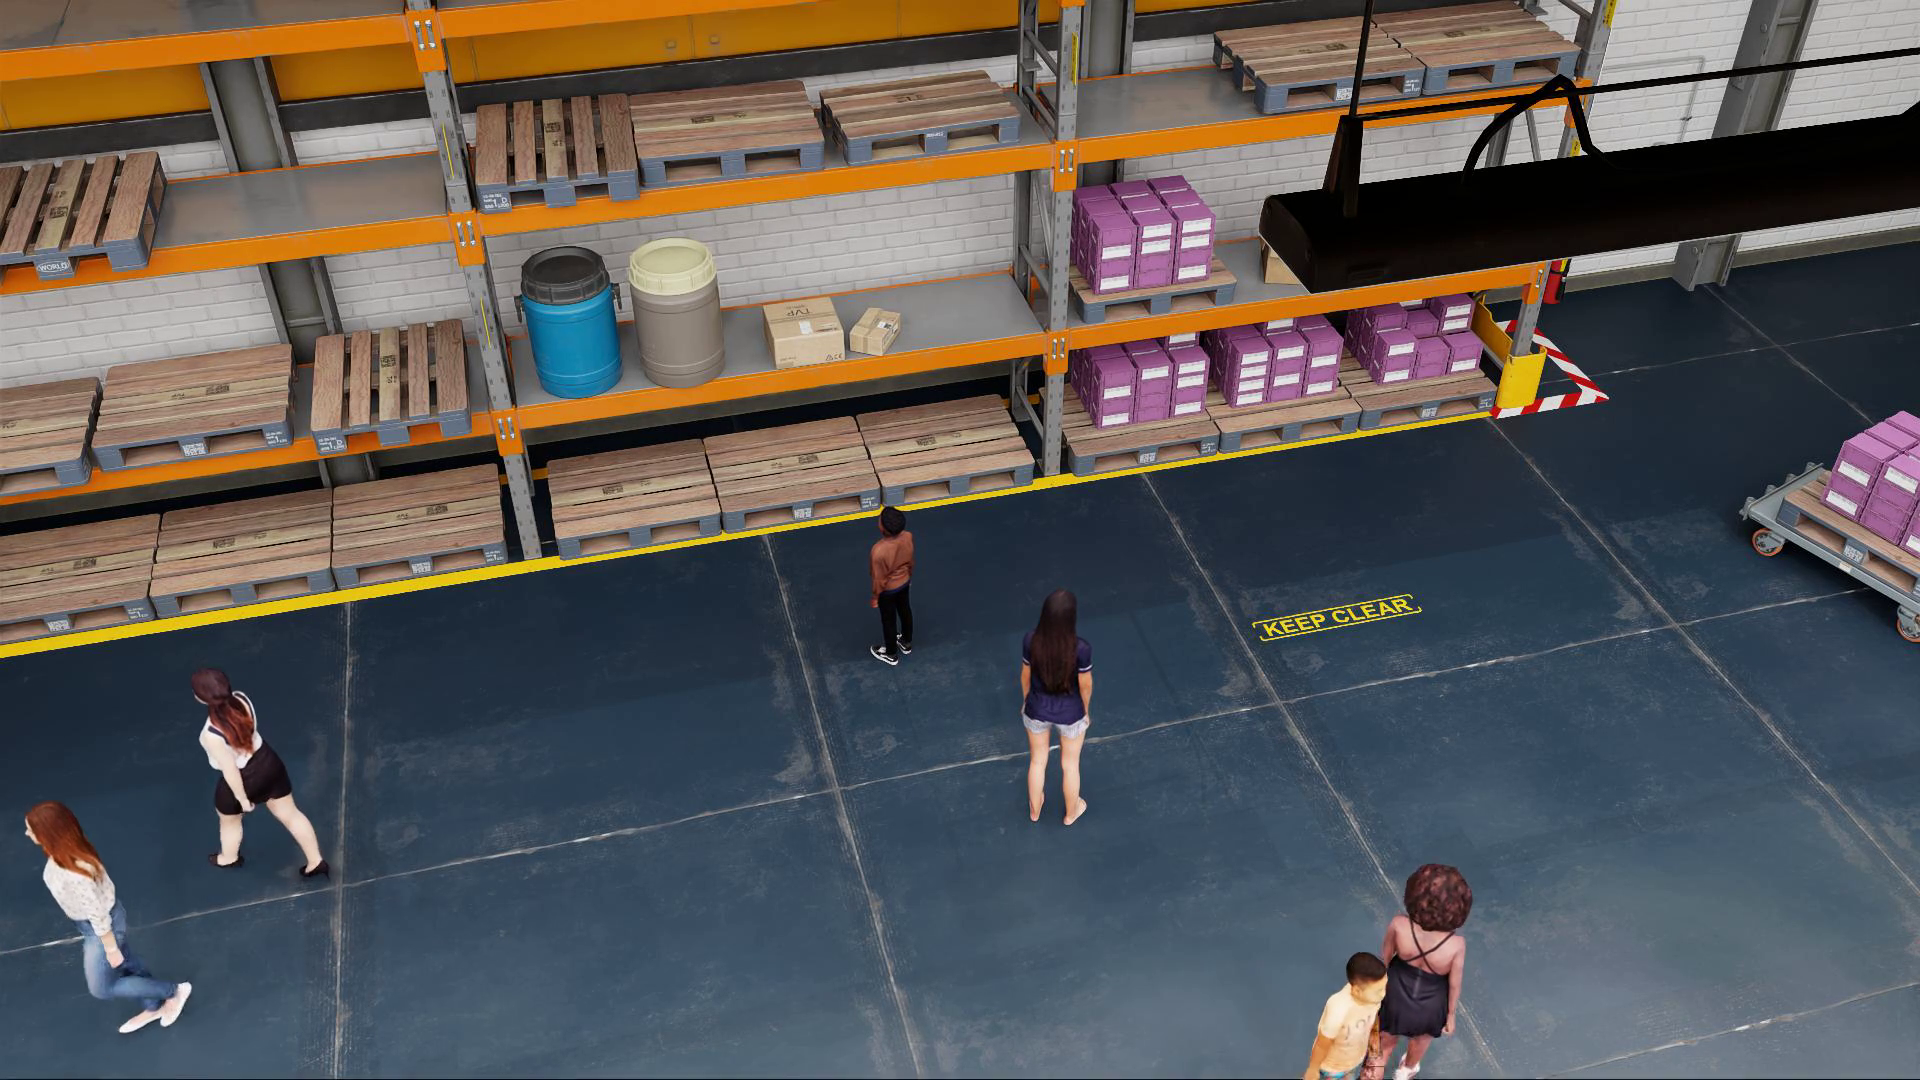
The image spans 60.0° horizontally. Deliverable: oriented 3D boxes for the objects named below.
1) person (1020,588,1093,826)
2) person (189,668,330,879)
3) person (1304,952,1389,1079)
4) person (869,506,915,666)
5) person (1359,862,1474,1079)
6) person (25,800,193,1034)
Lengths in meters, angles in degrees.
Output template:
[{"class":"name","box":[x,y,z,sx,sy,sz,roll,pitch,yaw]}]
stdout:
[{"class":"person","box":[0.556,1.001,9.738,0.624,1.766,0.720,10,40,13]},{"class":"person","box":[-3.921,1.366,9.402,1.047,1.615,0.850,9,40,11]},{"class":"person","box":[1.794,2.479,8.141,0.808,1.449,0.776,30,48,32]},{"class":"person","box":[-0.448,0.291,11.037,0.654,1.254,0.552,31,48,33]},{"class":"person","box":[2.163,2.327,8.083,1.076,1.758,1.078,16,41,19]},{"class":"person","box":[-4.348,1.945,8.591,0.749,1.721,0.692,-23,44,-26]}]
